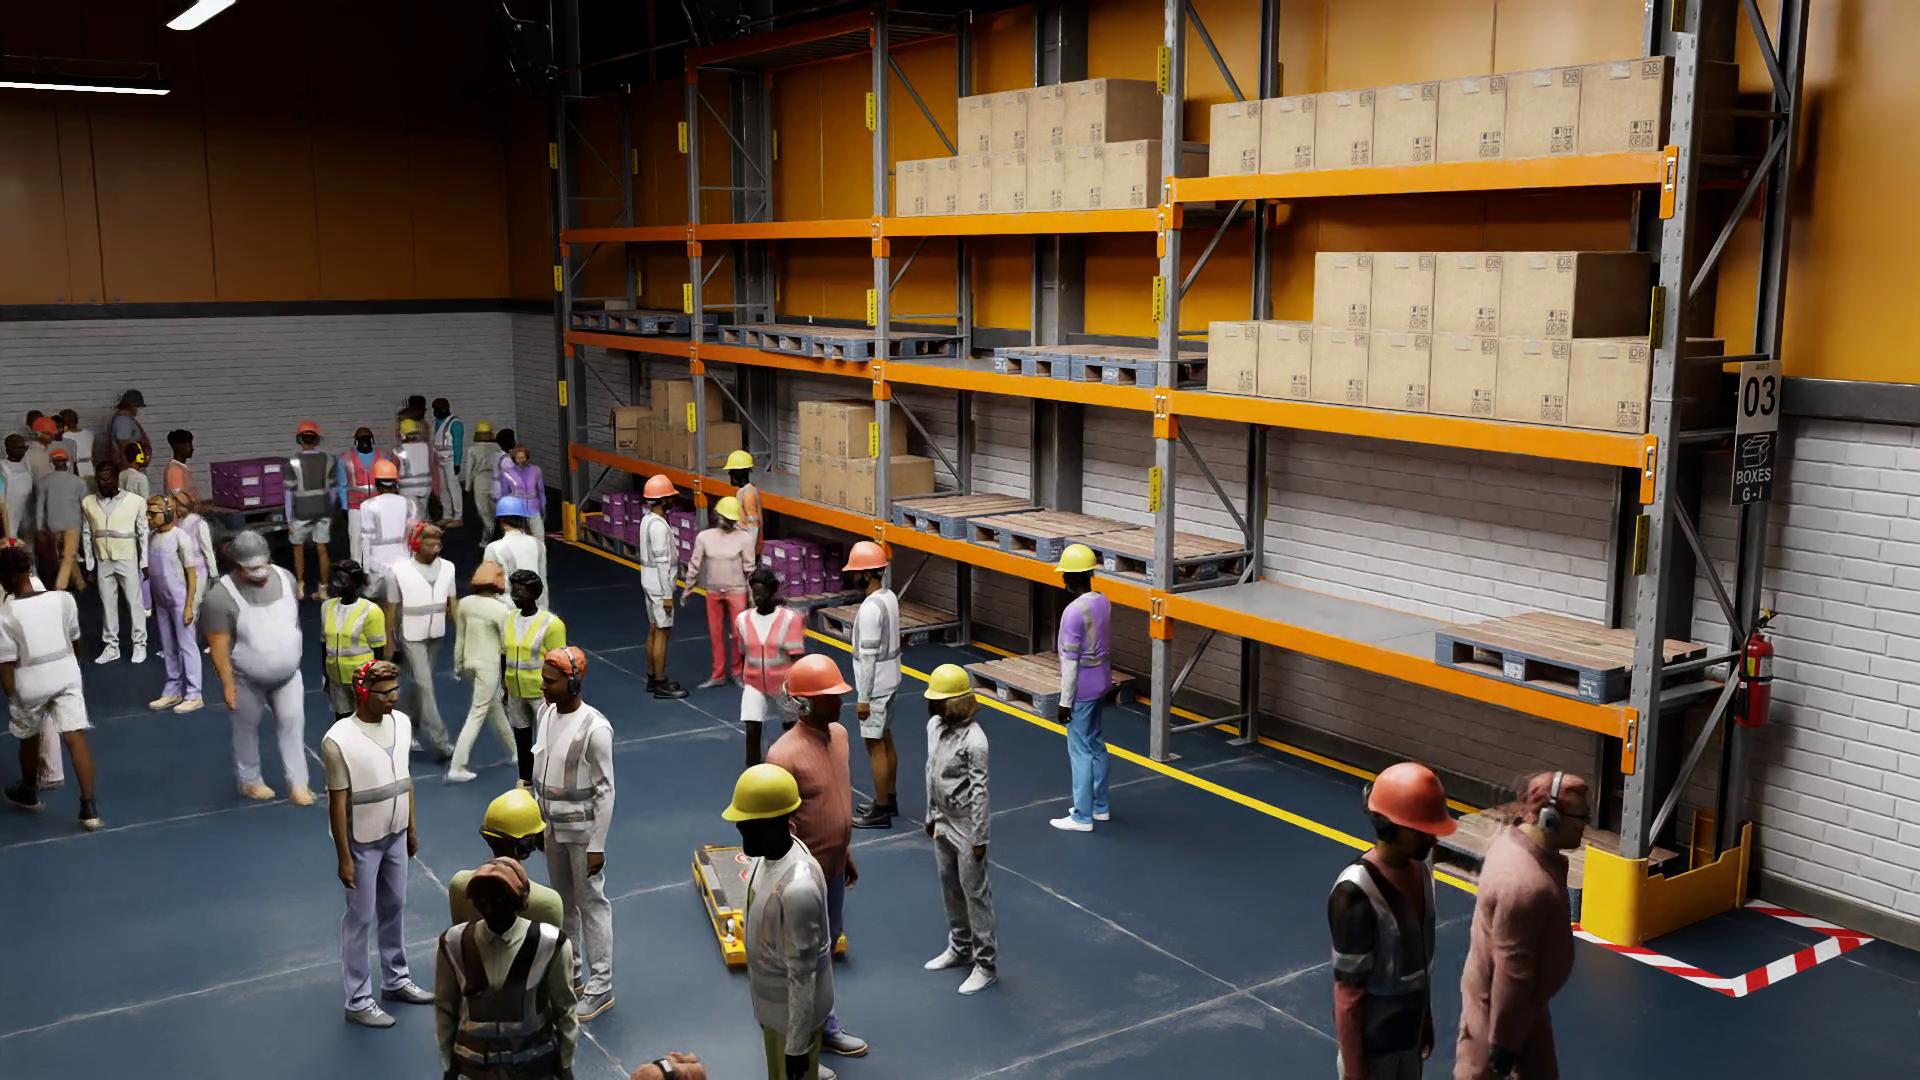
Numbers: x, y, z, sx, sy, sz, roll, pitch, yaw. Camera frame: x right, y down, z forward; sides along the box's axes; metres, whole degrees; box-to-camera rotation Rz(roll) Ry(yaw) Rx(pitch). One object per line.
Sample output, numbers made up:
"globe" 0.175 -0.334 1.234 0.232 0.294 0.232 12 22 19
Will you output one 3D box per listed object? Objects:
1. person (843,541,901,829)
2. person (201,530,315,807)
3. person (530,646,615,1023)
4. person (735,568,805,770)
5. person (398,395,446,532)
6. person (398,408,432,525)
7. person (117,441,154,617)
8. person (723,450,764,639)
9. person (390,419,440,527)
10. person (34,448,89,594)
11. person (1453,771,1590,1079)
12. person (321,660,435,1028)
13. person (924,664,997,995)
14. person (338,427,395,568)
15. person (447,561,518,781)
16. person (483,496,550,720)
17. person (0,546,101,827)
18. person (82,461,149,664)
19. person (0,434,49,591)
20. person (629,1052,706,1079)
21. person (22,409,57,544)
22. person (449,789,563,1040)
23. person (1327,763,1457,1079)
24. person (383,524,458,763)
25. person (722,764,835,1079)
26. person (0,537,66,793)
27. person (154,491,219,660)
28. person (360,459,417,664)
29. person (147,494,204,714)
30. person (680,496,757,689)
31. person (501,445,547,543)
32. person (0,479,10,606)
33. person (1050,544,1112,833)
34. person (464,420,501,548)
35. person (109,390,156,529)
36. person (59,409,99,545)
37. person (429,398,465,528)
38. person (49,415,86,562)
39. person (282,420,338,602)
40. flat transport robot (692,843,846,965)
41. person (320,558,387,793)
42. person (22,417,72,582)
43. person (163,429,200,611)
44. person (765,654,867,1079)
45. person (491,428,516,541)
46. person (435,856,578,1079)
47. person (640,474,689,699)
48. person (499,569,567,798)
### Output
"person" -0.589 0.964 11.107 0.381 1.929 0.538 2 10 12
"person" -4.808 0.852 11.415 0.889 2.000 0.703 9 13 42
"person" -1.952 1.457 8.331 0.575 1.883 0.355 9 13 41
"person" -1.309 0.991 11.722 0.523 1.659 0.856 2 10 11
"person" -7.535 -1.038 22.838 0.811 1.938 0.611 3 10 15
"person" -7.228 -0.844 22.046 0.401 1.818 0.797 -4 11 -24
"person" -8.689 -0.112 17.622 0.509 1.860 0.333 6 11 32
"person" -2.112 0.082 16.271 0.380 1.924 0.593 -2 10 -13
"person" -6.858 -0.619 20.778 0.931 1.780 0.609 9 13 43
"person" -9.945 -0.173 18.443 0.577 1.699 0.879 0 10 -2
"person" 2.057 1.782 6.537 0.815 1.862 0.660 4 11 24
"person" -2.921 1.490 8.283 0.394 1.836 0.560 4 10 21
"person" -0.020 1.483 8.643 0.374 1.733 0.499 -6 11 -31
"person" -6.892 -0.402 19.361 0.624 1.844 0.430 -5 11 -27
"person" -3.485 0.946 12.202 0.515 1.581 0.853 7 12 35
"person" -3.551 0.591 13.417 1.016 1.890 0.594 4 11 24
"person" -6.164 0.972 11.161 1.052 1.899 0.642 8 12 39
"person" -7.888 0.203 15.587 0.591 1.917 0.379 0 10 -2
"person" -10.541 -0.273 18.623 0.348 1.839 0.505 4 11 24
"person" -0.805 2.212 4.606 0.313 1.642 0.513 -7 12 -35
"person" -11.967 -0.786 21.648 0.401 1.832 0.511 6 11 32
"person" -1.740 1.833 6.492 0.523 1.760 0.337 4 10 21
"person" 1.560 1.780 6.019 0.410 2.030 0.611 8 13 40
"person" -3.987 0.779 12.553 0.955 1.790 0.586 7 12 34
"person" -0.688 1.778 6.356 0.408 1.918 0.584 -4 10 -20
"person" -6.615 0.880 11.867 0.388 1.836 0.561 -7 12 -36
"person" -7.315 0.343 15.725 0.531 1.590 0.860 7 12 36
"person" -5.336 0.206 15.538 0.577 1.921 0.417 -9 13 -43
"person" -6.578 0.528 13.890 0.506 1.846 0.349 5 11 28
"person" -2.097 0.471 14.542 0.663 1.747 0.397 2 10 9
"person" -5.078 -0.306 19.430 0.525 1.624 0.375 -6 11 -30
"person" -10.109 -0.008 17.142 0.580 1.808 0.888 -6 11 -29
"person" 0.801 0.978 11.052 0.399 1.919 0.582 5 11 25
"person" -6.072 -0.686 21.424 0.514 1.708 0.813 -9 13 -43
"person" -11.350 -1.099 22.870 0.871 2.000 0.768 -6 12 -33
"person" -11.727 -0.832 22.028 0.794 1.817 0.587 4 10 20
"person" -7.244 -1.092 23.454 0.639 1.831 0.429 8 12 38
"person" -11.116 -0.619 20.575 0.312 1.862 0.535 7 12 35
"person" -7.127 -0.307 18.259 0.613 2.022 0.461 -8 12 -38
"flat transport robot" -1.130 2.045 9.599 0.652 0.197 1.431 -3 10 -16
"person" -4.290 0.965 11.753 0.535 1.700 0.318 3 10 17
"person" -10.576 -0.452 19.334 0.932 1.947 0.628 2 10 10
"person" -8.373 -0.218 17.916 0.368 1.965 0.609 -5 11 -25
"person" -0.668 1.504 7.715 0.375 1.997 0.612 4 11 24
"person" -5.646 -0.543 20.650 0.323 1.690 0.532 -5 11 -29
"person" -1.662 1.952 6.133 0.514 1.641 0.315 0 10 -2
"person" -2.570 0.400 14.354 0.340 1.942 0.552 -4 10 -22
"person" -2.928 1.031 11.375 0.542 1.695 0.316 4 11 23
